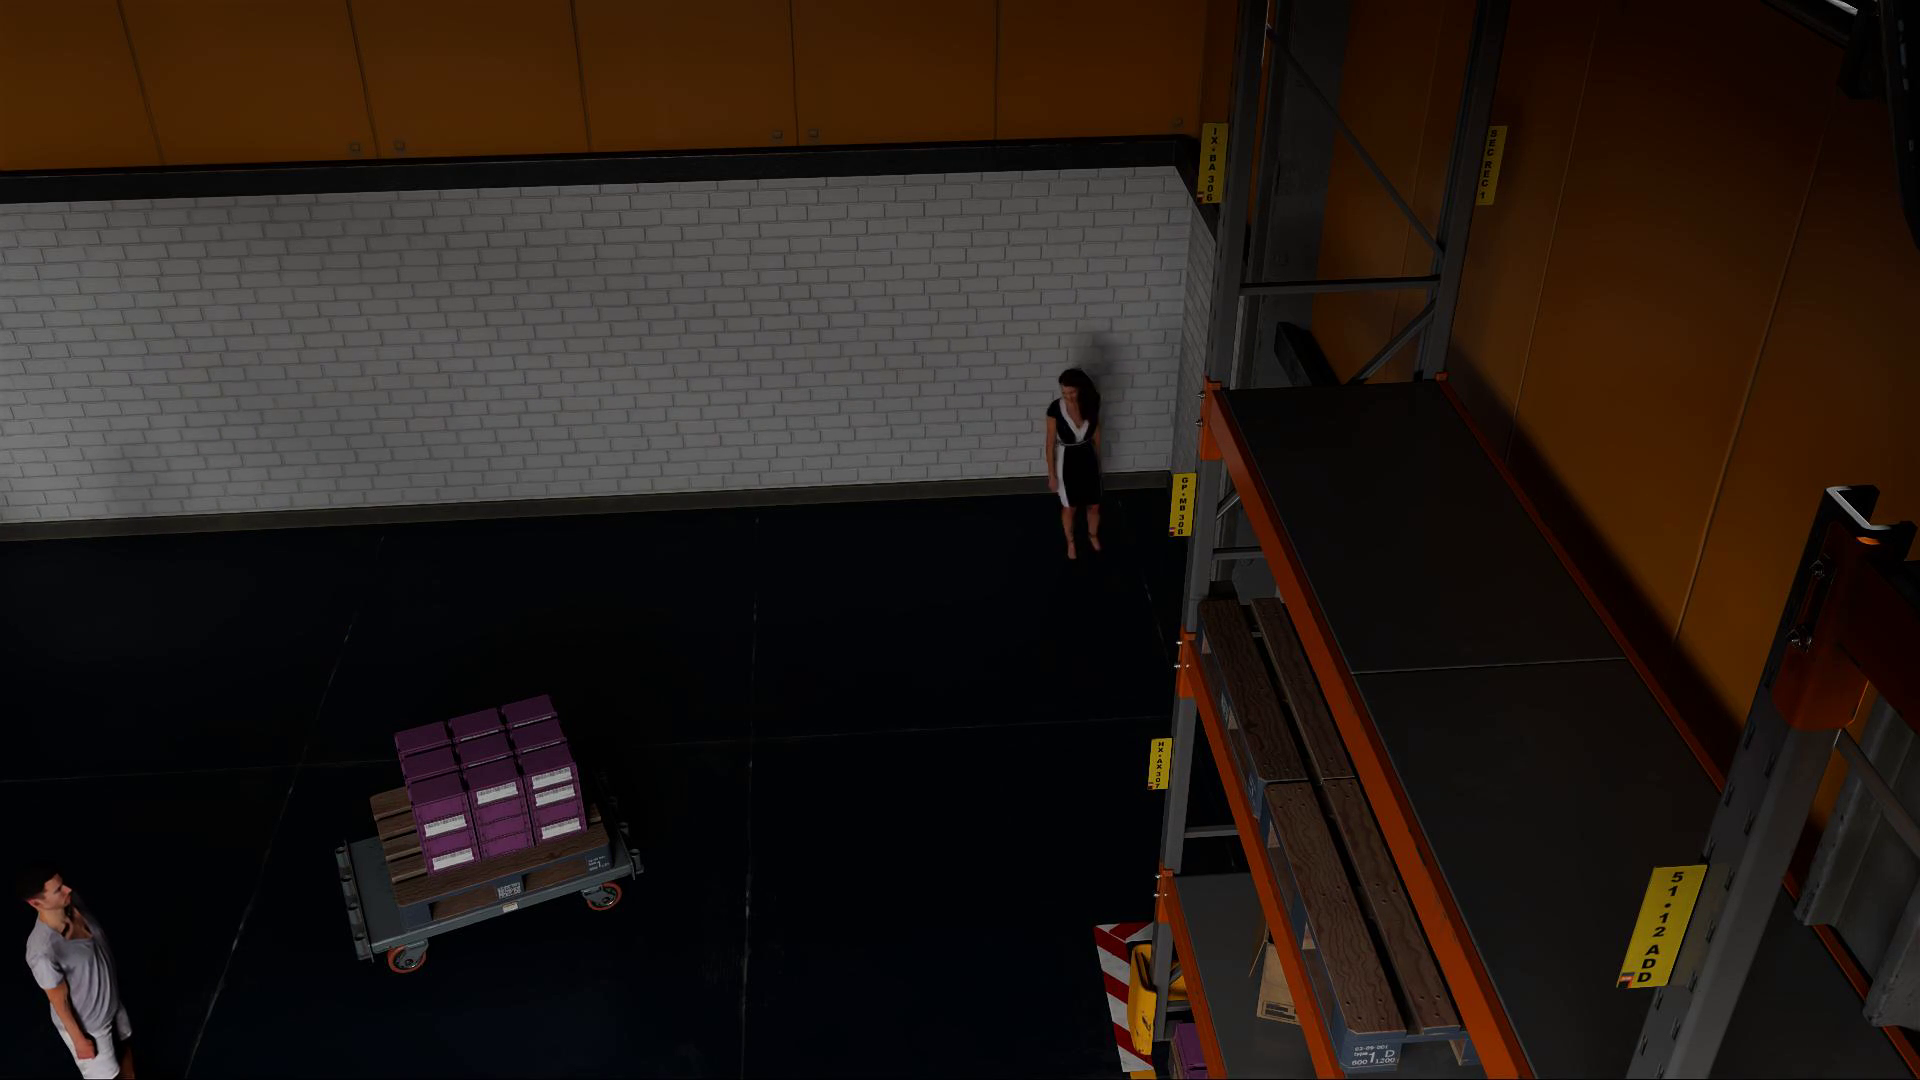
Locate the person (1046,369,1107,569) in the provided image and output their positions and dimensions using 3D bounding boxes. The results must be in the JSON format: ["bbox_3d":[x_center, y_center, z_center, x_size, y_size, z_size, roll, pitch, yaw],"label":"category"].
[{"bbox_3d":[0.878,-0.547,12.588,0.765,1.761,0.685,-19,38,-26],"label":"person"}]

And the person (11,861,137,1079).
[{"bbox_3d":[-4.332,2.287,8.241,0.741,1.853,0.509,-5,34,-7],"label":"person"}]
